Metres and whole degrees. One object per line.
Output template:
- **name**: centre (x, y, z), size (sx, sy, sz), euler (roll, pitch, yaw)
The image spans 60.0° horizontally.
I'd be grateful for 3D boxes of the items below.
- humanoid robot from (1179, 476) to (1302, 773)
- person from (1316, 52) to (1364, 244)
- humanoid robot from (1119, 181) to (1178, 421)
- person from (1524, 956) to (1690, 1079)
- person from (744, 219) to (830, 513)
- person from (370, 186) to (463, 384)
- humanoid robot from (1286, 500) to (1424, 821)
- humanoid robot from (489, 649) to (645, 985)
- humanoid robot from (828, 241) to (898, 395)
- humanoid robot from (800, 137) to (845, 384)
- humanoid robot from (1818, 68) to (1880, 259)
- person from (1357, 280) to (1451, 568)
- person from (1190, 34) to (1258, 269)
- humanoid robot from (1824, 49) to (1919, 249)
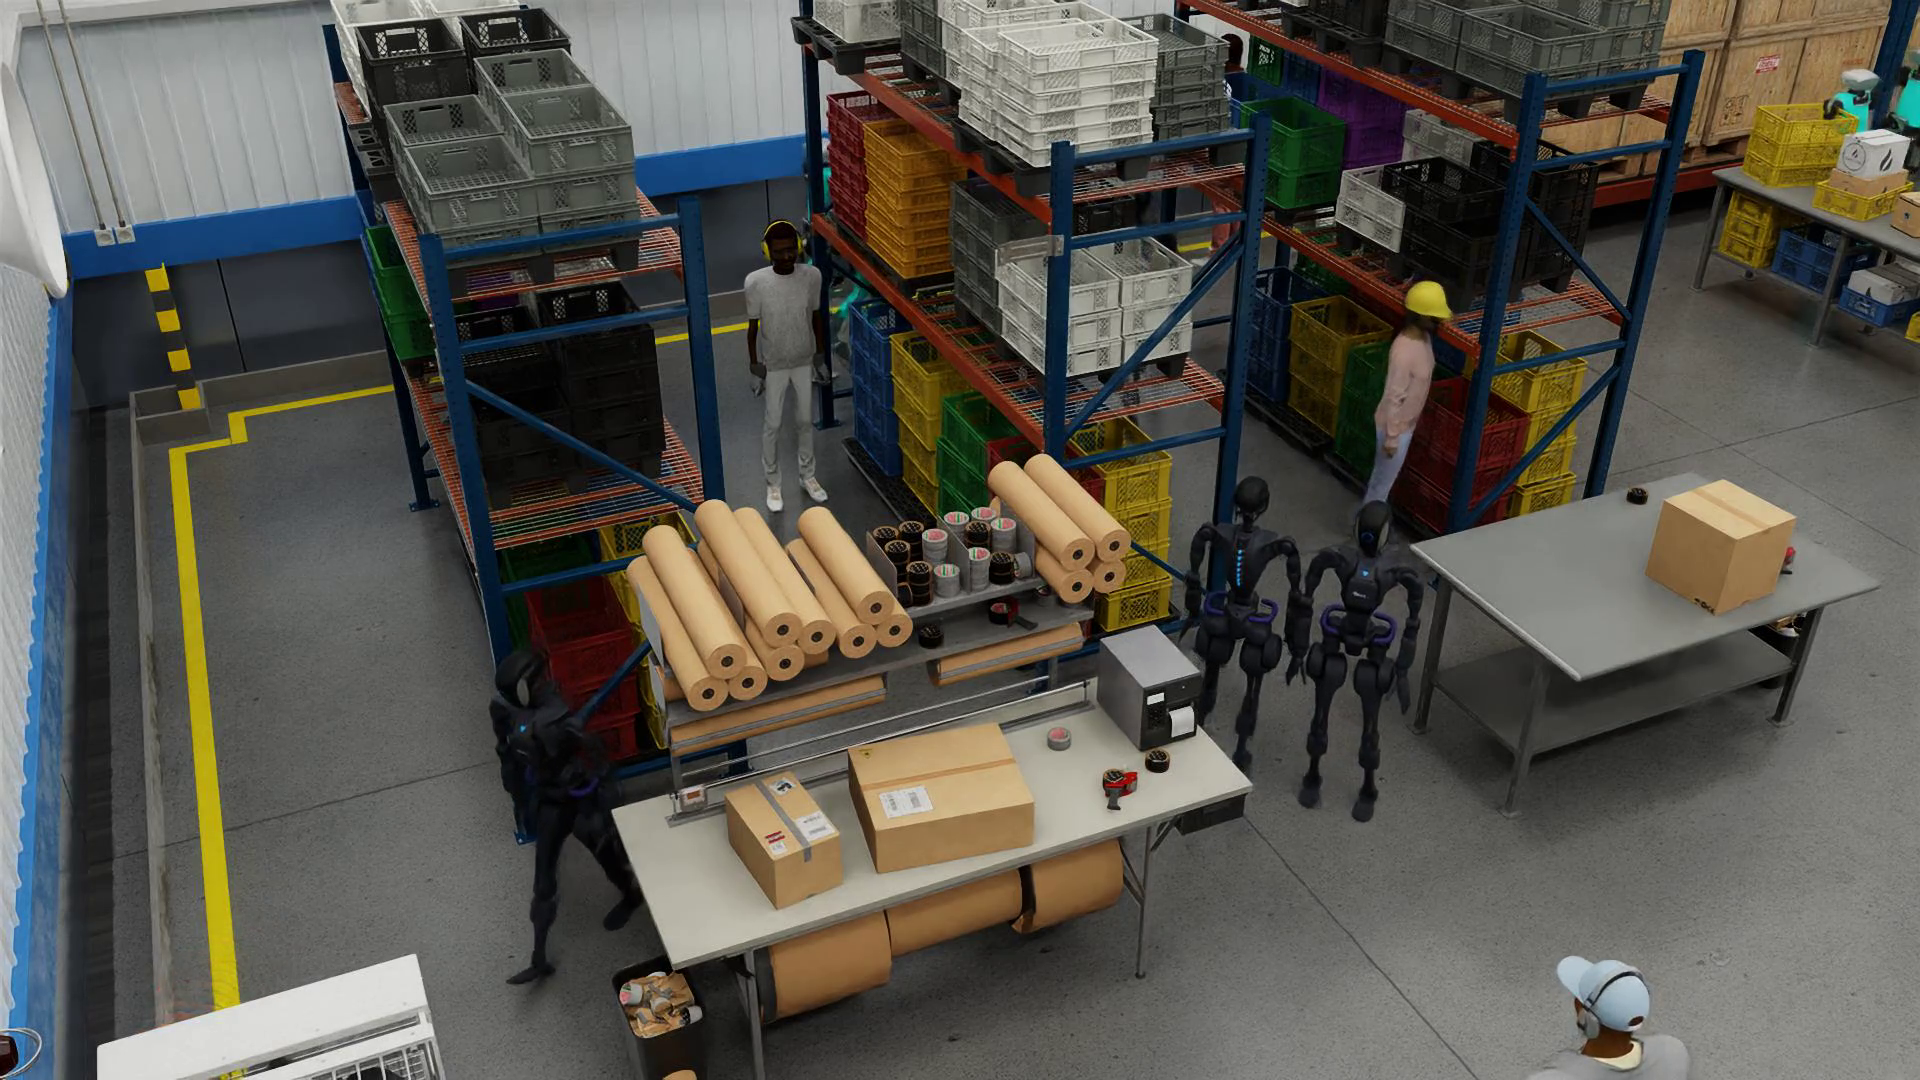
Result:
- **humanoid robot**: centre (1.339, 0.412, 7.948), size (0.601, 1.650, 0.370), euler (12, 34, 19)
- **person**: centre (3.110, -3.229, 13.714), size (0.628, 1.842, 0.429), euler (-17, 36, -26)
- **humanoid robot**: centre (1.200, -1.584, 11.218), size (0.614, 1.622, 0.628), euler (-2, 32, -3)
- **person**: centre (1.879, 2.003, 5.207), size (0.598, 1.850, 0.392), euler (-11, 33, -18)
- **person**: centre (-1.047, -1.062, 10.168), size (0.505, 1.872, 0.329), euler (-13, 34, -20)
- **person**: centre (-3.773, -1.951, 11.636), size (0.507, 1.846, 0.345), euler (1, 32, 1)
- **humanoid robot**: centre (1.826, 0.548, 7.727), size (0.589, 1.650, 0.326), euler (11, 33, 17)
- **humanoid robot**: centre (-1.626, 1.117, 6.855), size (0.616, 1.617, 0.784), euler (14, 34, 21)
- **humanoid robot**: centre (-0.719, -1.729, 11.431), size (0.657, 1.862, 0.541), euler (-18, 36, -27)
- **humanoid robot**: centre (-1.104, -1.894, 11.609), size (0.678, 1.758, 0.534), euler (-16, 35, -24)
- **humanoid robot**: centre (7.032, -2.667, 12.999), size (0.565, 1.887, 0.816), euler (-16, 35, -24)
- **person**: centre (2.577, -0.683, 9.650), size (0.324, 1.766, 0.532), euler (15, 35, 22)
- **person**: centre (2.168, -3.136, 13.496), size (0.388, 1.914, 0.585), euler (20, 37, 29)
- **humanoid robot**: centre (7.515, -3.133, 13.692), size (1.015, 1.759, 0.534), euler (-5, 32, -9)
